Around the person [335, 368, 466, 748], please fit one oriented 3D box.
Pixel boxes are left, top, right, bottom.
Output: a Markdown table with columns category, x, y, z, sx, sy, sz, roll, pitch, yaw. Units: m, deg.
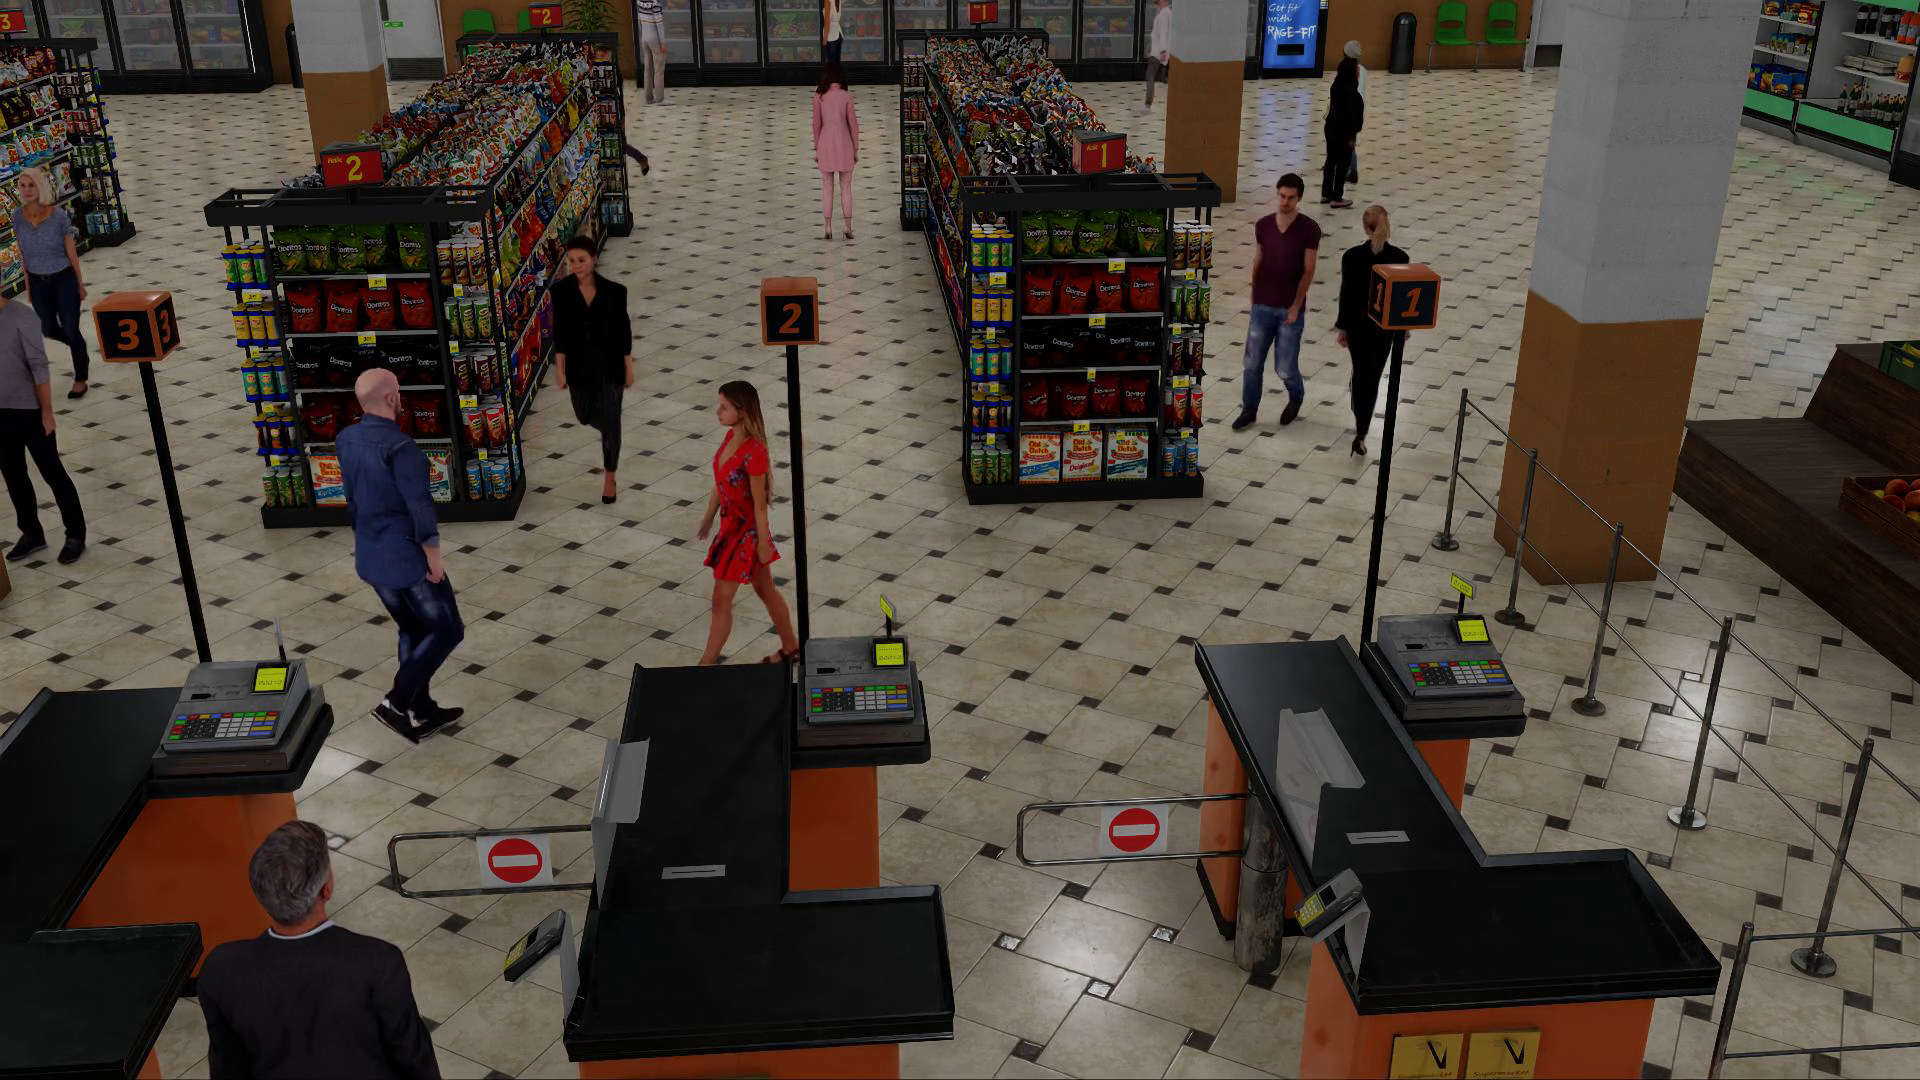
| category | x | y | z | sx | sy | sz | roll | pitch | yaw |
| --- | --- | --- | --- | --- | --- | --- | --- | --- | --- |
| person | -2.602 | 0.141 | 7.576 | 0.932 | 1.803 | 0.992 | 16 | 28 | 32 |

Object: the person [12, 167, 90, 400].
| category | x | y | z | sx | sy | sz | roll | pitch | yaw |
| --- | --- | --- | --- | --- | --- | --- | --- | --- | --- |
| person | -6.754 | -1.943 | 12.454 | 0.569 | 1.710 | 0.840 | -2 | 24 | -6 |

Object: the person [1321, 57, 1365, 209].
| category | x | y | z | sx | sy | sz | roll | pitch | yaw |
| --- | --- | --- | --- | --- | --- | --- | --- | --- | --- |
| person | 4.229 | -4.526 | 18.476 | 0.755 | 1.614 | 0.628 | -7 | 25 | -16 |

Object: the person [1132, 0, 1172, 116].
| category | x | y | z | sx | sy | sz | roll | pitch | yaw |
| --- | --- | --- | --- | --- | --- | --- | --- | --- | --- |
| person | 2.966 | -7.057 | 24.007 | 0.893 | 1.819 | 1.089 | 3 | 24 | 6 |

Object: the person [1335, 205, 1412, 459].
| category | x | y | z | sx | sy | sz | roll | pitch | yaw |
| --- | --- | --- | --- | --- | --- | --- | --- | --- | --- |
| person | 2.734 | -1.353 | 11.155 | 0.895 | 1.669 | 1.047 | 11 | 26 | 23 |

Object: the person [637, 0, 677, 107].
| category | x | y | z | sx | sy | sz | roll | pitch | yaw |
| --- | --- | --- | --- | --- | --- | --- | --- | --- | --- |
| person | -4.601 | -7.482 | 24.926 | 0.824 | 1.860 | 0.736 | -22 | 32 | -40 |

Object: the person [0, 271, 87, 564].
| category | x | y | z | sx | sy | sz | roll | pitch | yaw |
| --- | --- | --- | --- | --- | --- | --- | --- | --- | --- |
| person | -5.433 | -0.761 | 9.591 | 0.692 | 1.840 | 0.598 | 2 | 24 | 5 |

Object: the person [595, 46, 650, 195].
| category | x | y | z | sx | sy | sz | roll | pitch | yaw |
| --- | --- | --- | --- | --- | --- | --- | --- | --- | --- |
| person | -3.934 | -4.826 | 19.124 | 0.945 | 1.645 | 1.021 | 17 | 29 | 33 |

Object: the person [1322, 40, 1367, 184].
| category | x | y | z | sx | sy | sz | roll | pitch | yaw |
| --- | --- | --- | --- | --- | --- | --- | --- | --- | --- |
| person | 4.628 | -5.028 | 19.613 | 0.834 | 1.623 | 0.989 | -15 | 28 | -31 |

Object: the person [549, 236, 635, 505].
| category | x | y | z | sx | sy | sz | roll | pitch | yaw |
| --- | --- | --- | --- | --- | --- | --- | --- | --- | --- |
| person | -2.317 | -1.090 | 10.571 | 0.636 | 1.656 | 0.942 | -2 | 24 | -6 |

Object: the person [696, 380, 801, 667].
| category | x | y | z | sx | sy | sz | roll | pitch | yaw |
| --- | --- | --- | --- | --- | --- | --- | --- | --- | --- |
| person | -0.993 | -0.035 | 8.280 | 0.789 | 1.562 | 0.939 | -9 | 25 | -19 |

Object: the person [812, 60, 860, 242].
| category | x | y | z | sx | sy | sz | roll | pitch | yaw |
| --- | --- | --- | --- | --- | --- | --- | --- | --- | --- |
| person | -1.271 | -3.955 | 16.936 | 0.632 | 1.803 | 0.533 | 0 | 24 | 0 |

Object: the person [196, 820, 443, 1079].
| category | x | y | z | sx | sy | sz | roll | pitch | yaw |
| --- | --- | --- | --- | --- | --- | --- | --- | --- | --- |
| person | -1.620 | 1.530 | 4.354 | 0.719 | 1.841 | 0.572 | -1 | 24 | -3 |

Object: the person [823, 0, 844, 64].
| category | x | y | z | sx | sy | sz | roll | pitch | yaw |
| --- | --- | --- | --- | --- | --- | --- | --- | --- | --- |
| person | -1.933 | -7.725 | 25.578 | 0.728 | 1.782 | 0.606 | 9 | 25 | 19 |

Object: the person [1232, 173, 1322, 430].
| category | x | y | z | sx | sy | sz | roll | pitch | yaw |
| --- | --- | --- | --- | --- | --- | --- | --- | --- | --- |
| person | 2.282 | -1.649 | 11.636 | 0.900 | 1.827 | 0.966 | 20 | 31 | 38 |
